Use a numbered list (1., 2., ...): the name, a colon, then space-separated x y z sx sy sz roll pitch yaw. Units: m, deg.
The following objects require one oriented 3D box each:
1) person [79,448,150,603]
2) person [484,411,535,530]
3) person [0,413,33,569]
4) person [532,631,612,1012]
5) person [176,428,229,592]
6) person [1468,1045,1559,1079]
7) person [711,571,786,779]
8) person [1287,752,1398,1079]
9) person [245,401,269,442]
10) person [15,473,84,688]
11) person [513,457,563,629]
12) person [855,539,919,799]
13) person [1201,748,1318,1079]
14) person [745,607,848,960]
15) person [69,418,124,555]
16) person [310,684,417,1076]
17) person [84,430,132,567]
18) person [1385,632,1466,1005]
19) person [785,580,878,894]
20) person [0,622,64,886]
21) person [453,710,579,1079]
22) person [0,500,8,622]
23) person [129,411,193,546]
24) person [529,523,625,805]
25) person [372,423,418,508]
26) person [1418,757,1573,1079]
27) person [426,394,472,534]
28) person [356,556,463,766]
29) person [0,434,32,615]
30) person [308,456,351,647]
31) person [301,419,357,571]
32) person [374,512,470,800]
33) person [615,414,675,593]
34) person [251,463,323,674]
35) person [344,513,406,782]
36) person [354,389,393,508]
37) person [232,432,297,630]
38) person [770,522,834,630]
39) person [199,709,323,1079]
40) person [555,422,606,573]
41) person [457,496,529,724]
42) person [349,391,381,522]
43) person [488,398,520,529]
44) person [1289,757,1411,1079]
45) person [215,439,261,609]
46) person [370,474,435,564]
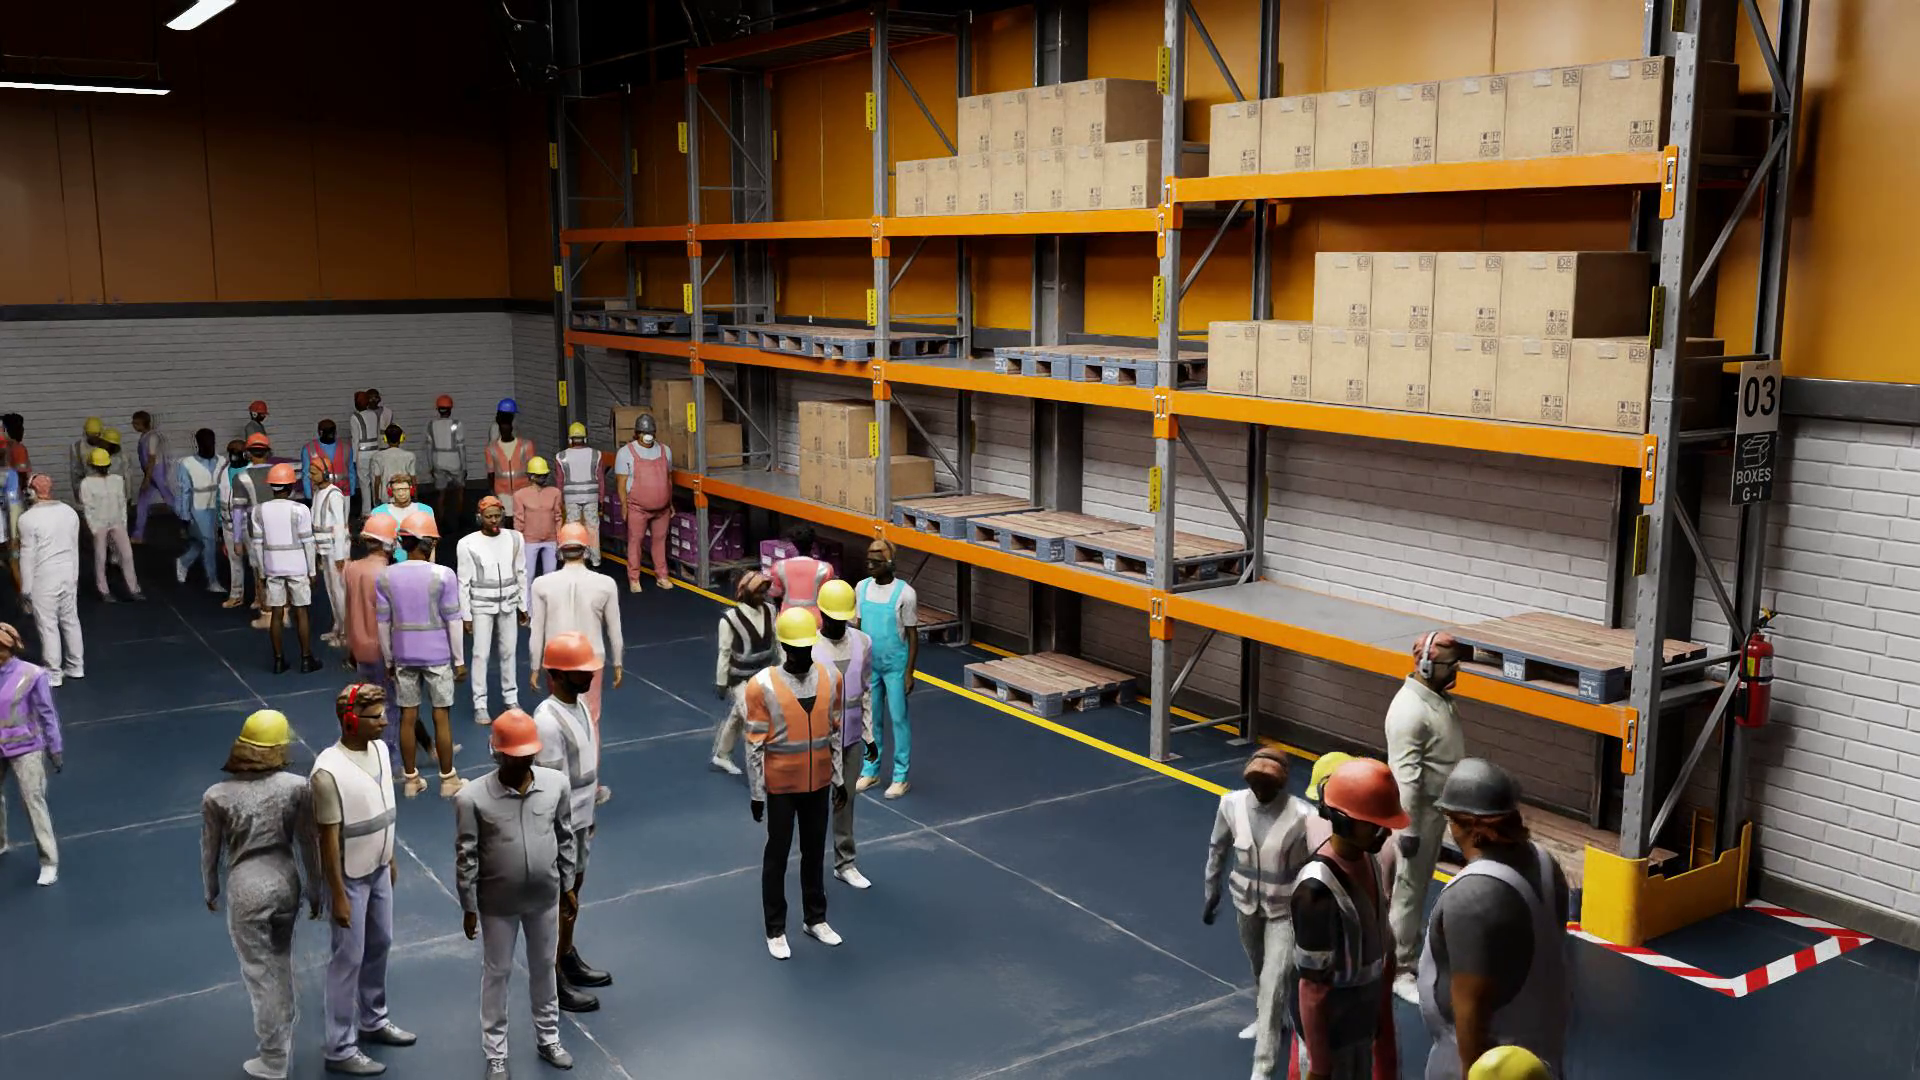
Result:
1. person: -9.219 -0.136 18.112 0.776 1.729 0.534 6 11 31
2. person: -5.466 -0.623 20.377 0.652 1.940 0.686 -2 10 -11
3. person: -11.405 -0.563 20.040 0.564 1.930 0.635 -9 13 -44
4. person: -1.970 1.407 8.462 0.379 1.937 0.547 1 10 4
5. person: -8.705 -0.355 19.005 0.834 1.887 0.587 4 10 22
6. person: 1.537 2.188 4.512 0.549 1.731 0.512 7 12 35
7. person: -1.519 0.992 11.936 0.893 1.590 0.521 8 12 38
8. person: 1.599 1.747 7.056 0.771 1.728 0.544 -7 12 -35
9. person: -10.073 -1.133 23.935 0.336 1.743 0.561 -2 10 -13
10. person: -8.077 0.357 14.725 0.401 1.905 0.648 2 10 12
11. person: -4.317 0.021 17.102 0.533 1.766 0.315 -7 12 -34
12. person: -0.530 0.899 11.712 0.506 1.846 0.351 6 11 32
13. person: 1.406 1.711 7.706 0.572 1.586 0.860 7 12 34
14. person: -0.877 1.307 9.075 0.594 1.926 0.369 -7 12 -34
15. person: -10.878 -0.650 20.986 0.600 1.775 0.904 -6 11 -31
16. person: -2.840 1.569 7.822 0.382 1.836 0.570 2 10 10
17. person: -10.469 -0.519 20.481 0.503 1.676 0.873 -2 10 -14
18. person: 2.403 1.404 8.568 0.399 1.909 0.642 5 11 29
19. person: -0.749 1.172 9.904 0.585 1.917 0.381 -7 12 -34
20. person: -5.806 1.276 10.154 0.711 1.621 0.467 0 10 2
21. person: -2.031 1.632 7.684 0.572 1.748 0.335 -7 12 -34
22. person: -9.952 0.012 16.804 0.337 1.882 0.585 7 12 36
23. person: -10.658 -0.836 22.112 0.530 1.796 0.987 9 13 41
24. person: -2.694 0.861 11.728 0.652 1.934 0.853 -2 10 -12
25. person: -6.614 -0.435 19.523 0.498 1.861 0.327 -3 10 -18
26. person: 2.055 1.767 6.048 0.701 2.000 0.936 -7 12 -37
27. person: -7.040 -1.058 22.993 0.586 1.911 0.733 1 10 3
28. person: -4.132 0.921 12.148 0.834 1.646 0.541 0 10 -1
29. person: -10.022 -0.130 17.323 0.626 1.994 1.019 -1 10 -5
30. person: -6.164 0.108 16.302 0.362 1.873 0.592 -7 12 -36
31. person: -7.670 -0.556 20.270 0.633 1.841 0.429 -7 12 -34
32. person: -3.754 0.815 11.652 0.605 2.035 0.392 1 10 5
33. person: -3.535 -0.426 18.919 0.688 2.000 0.539 -7 12 -34
34. person: -6.132 0.265 15.164 0.543 1.939 0.355 0 10 -2
35. person: -4.173 0.790 11.960 0.627 1.976 0.481 8 12 39
36. person: -8.749 -1.345 24.881 0.570 1.844 0.379 -7 12 -34
37. person: -7.100 -0.093 17.020 0.644 2.023 0.449 -7 12 -37
38. person: -1.266 0.691 13.417 0.554 1.674 0.553 1 10 6
39. person: -3.269 1.638 7.763 0.466 1.714 0.535 -9 13 -42
40. person: -4.551 -0.504 19.981 0.590 1.835 0.404 -3 10 -16
41. person: -3.810 0.565 13.603 0.582 1.877 0.371 -7 12 -36
42. person: -8.555 -1.200 23.928 0.355 1.883 0.575 3 10 19
43. person: -5.987 -0.899 21.993 0.402 1.939 0.602 -9 13 -41
44. person: 1.419 1.766 6.098 0.409 2.030 0.616 6 11 30
45. person: -7.763 -0.169 17.989 0.626 1.846 0.429 2 10 11
46. person: -5.081 0.300 15.224 0.567 1.845 0.386 -5 11 -28
